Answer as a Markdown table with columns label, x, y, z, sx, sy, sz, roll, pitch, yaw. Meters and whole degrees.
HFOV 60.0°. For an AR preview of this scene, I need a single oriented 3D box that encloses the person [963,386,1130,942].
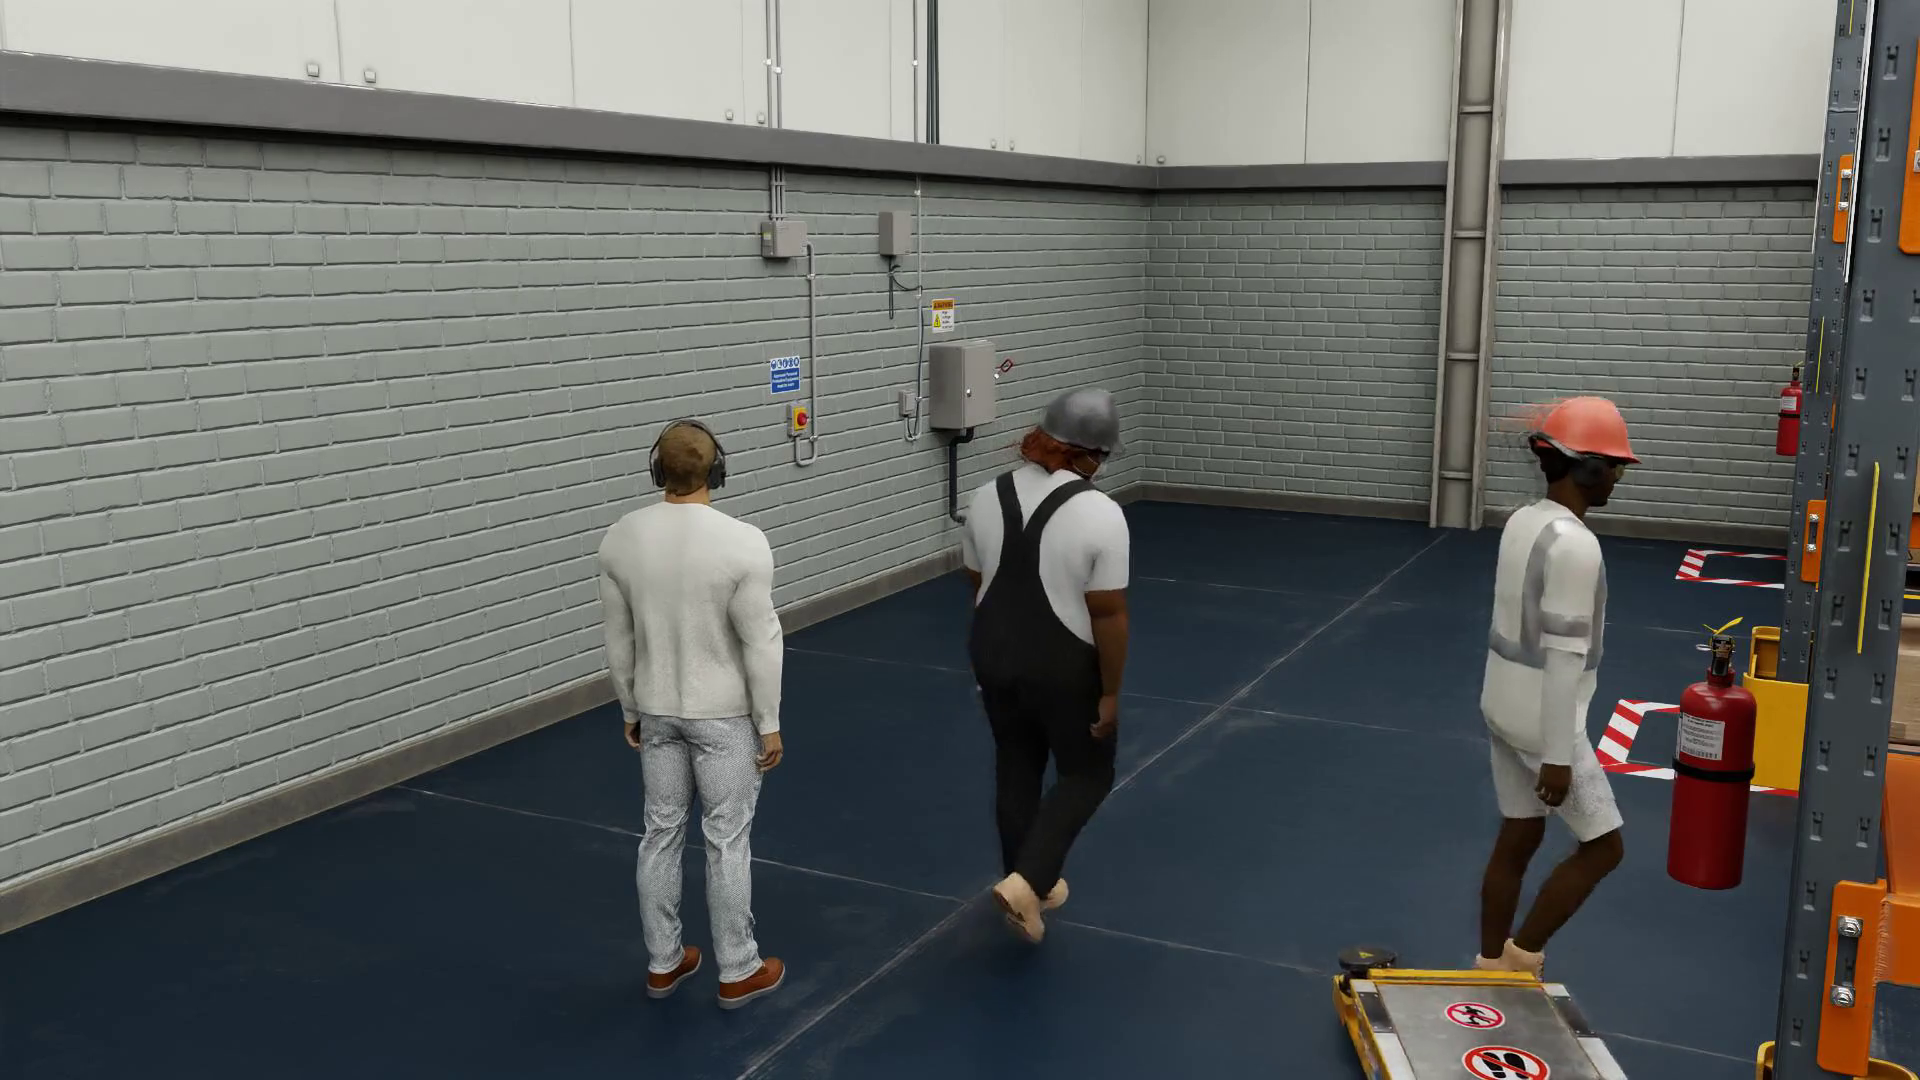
| label | x | y | z | sx | sy | sz | roll | pitch | yaw |
| --- | --- | --- | --- | --- | --- | --- | --- | --- | --- |
| person | 0.299 | 0.432 | 5.888 | 0.700 | 2.000 | 0.667 | 8 | 13 | 36 |

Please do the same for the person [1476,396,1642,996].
| label | x | y | z | sx | sy | sz | roll | pitch | yaw |
| --- | --- | --- | --- | --- | --- | --- | --- | --- | --- |
| person | 1.861 | 0.559 | 5.228 | 0.449 | 2.021 | 0.628 | 0 | 10 | -1 |

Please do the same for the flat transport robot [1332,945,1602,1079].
| label | x | y | z | sx | sy | sz | roll | pitch | yaw |
| --- | --- | --- | --- | --- | --- | --- | --- | --- | --- |
| flat transport robot | 1.507 | 1.534 | 4.707 | 0.652 | 0.197 | 1.431 | 1 | 10 | 3 |

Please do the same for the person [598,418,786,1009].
| label | x | y | z | sx | sy | sz | roll | pitch | yaw |
| --- | --- | --- | --- | --- | --- | --- | --- | --- | --- |
| person | -0.856 | 0.568 | 5.424 | 0.630 | 1.940 | 0.372 | 4 | 11 | 20 |
